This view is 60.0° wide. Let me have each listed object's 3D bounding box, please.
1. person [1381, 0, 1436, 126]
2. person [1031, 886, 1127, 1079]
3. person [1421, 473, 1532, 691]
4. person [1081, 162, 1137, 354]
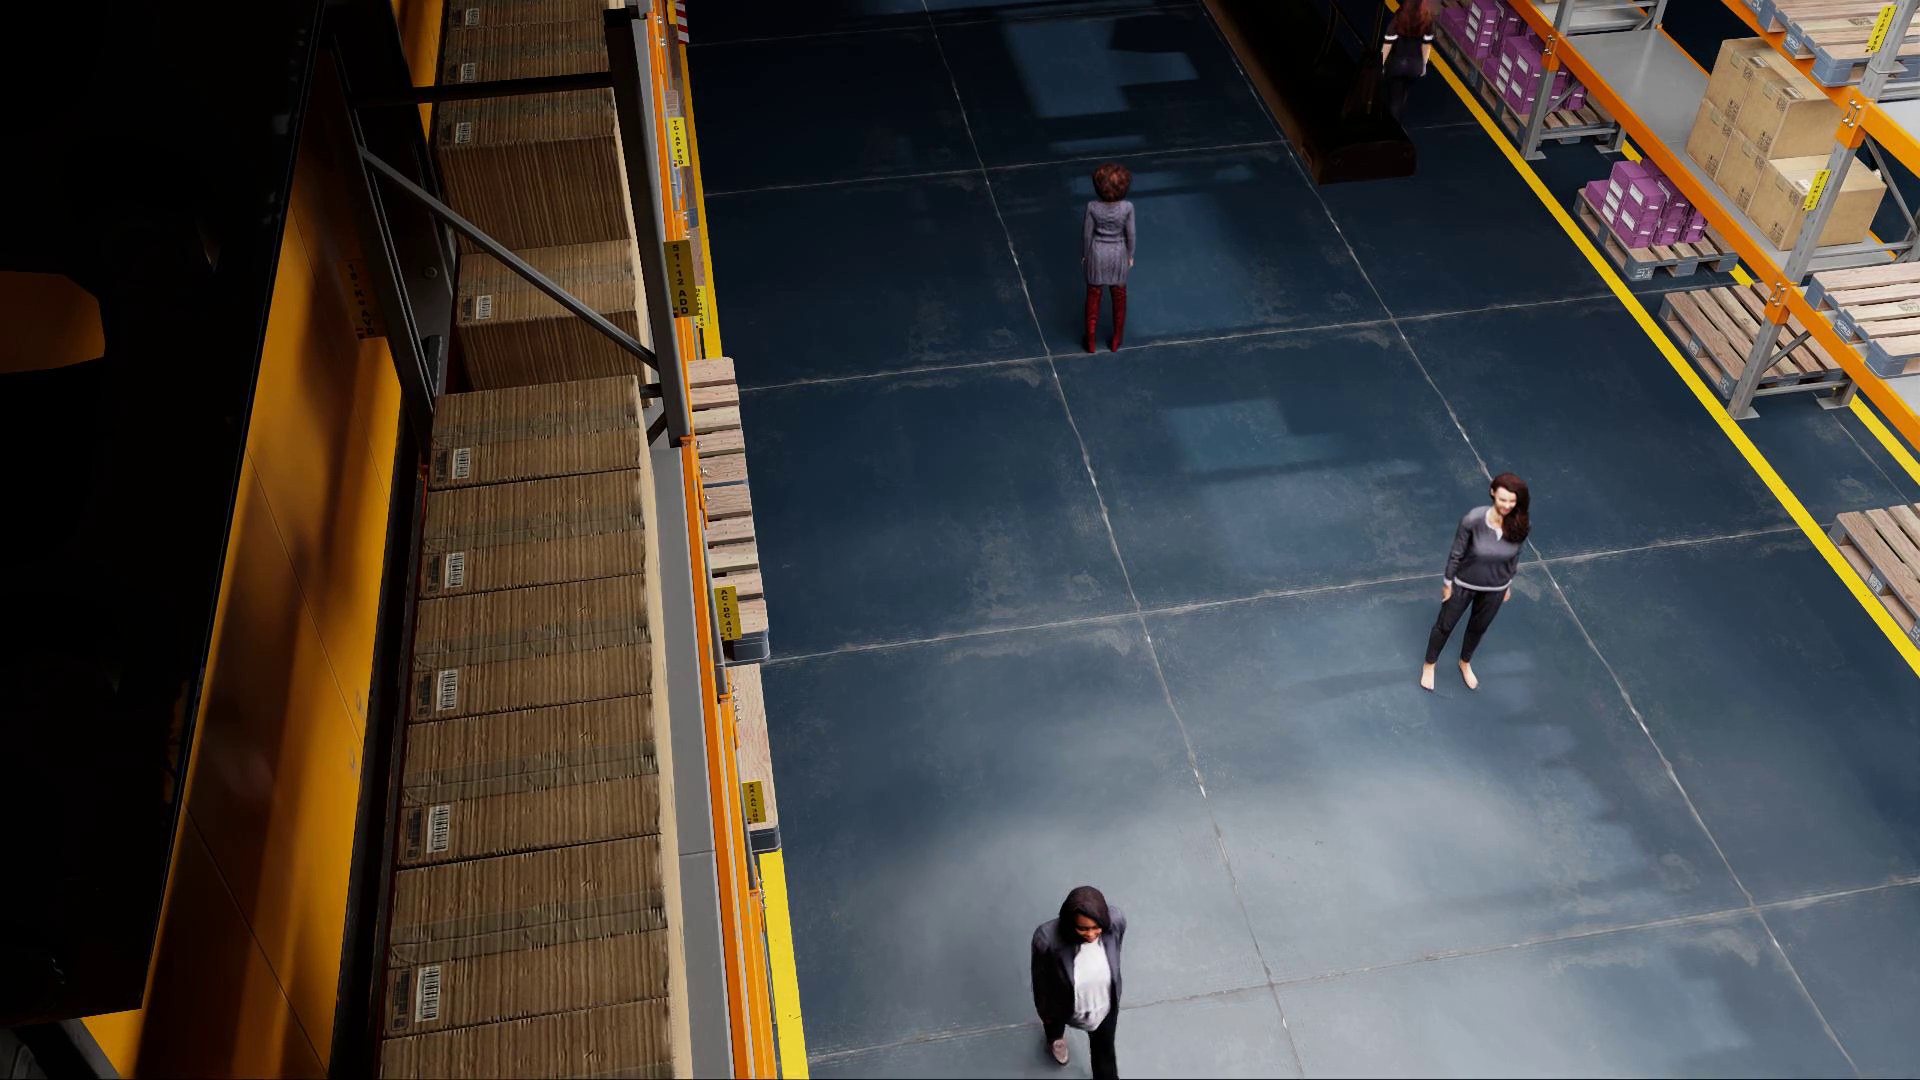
[{"bbox_3d":[4.213,-4.434,15.693,0.634,1.625,0.647,-3,44,-3],"label":"person"},{"bbox_3d":[0.594,2.286,8.685,0.717,1.561,0.982,-12,45,-12],"label":"person"},{"bbox_3d":[3.316,0.260,10.661,0.643,1.767,0.565,-1,44,-1],"label":"person"},{"bbox_3d":[1.181,-2.252,13.340,0.619,1.711,0.574,1,44,1],"label":"person"}]
